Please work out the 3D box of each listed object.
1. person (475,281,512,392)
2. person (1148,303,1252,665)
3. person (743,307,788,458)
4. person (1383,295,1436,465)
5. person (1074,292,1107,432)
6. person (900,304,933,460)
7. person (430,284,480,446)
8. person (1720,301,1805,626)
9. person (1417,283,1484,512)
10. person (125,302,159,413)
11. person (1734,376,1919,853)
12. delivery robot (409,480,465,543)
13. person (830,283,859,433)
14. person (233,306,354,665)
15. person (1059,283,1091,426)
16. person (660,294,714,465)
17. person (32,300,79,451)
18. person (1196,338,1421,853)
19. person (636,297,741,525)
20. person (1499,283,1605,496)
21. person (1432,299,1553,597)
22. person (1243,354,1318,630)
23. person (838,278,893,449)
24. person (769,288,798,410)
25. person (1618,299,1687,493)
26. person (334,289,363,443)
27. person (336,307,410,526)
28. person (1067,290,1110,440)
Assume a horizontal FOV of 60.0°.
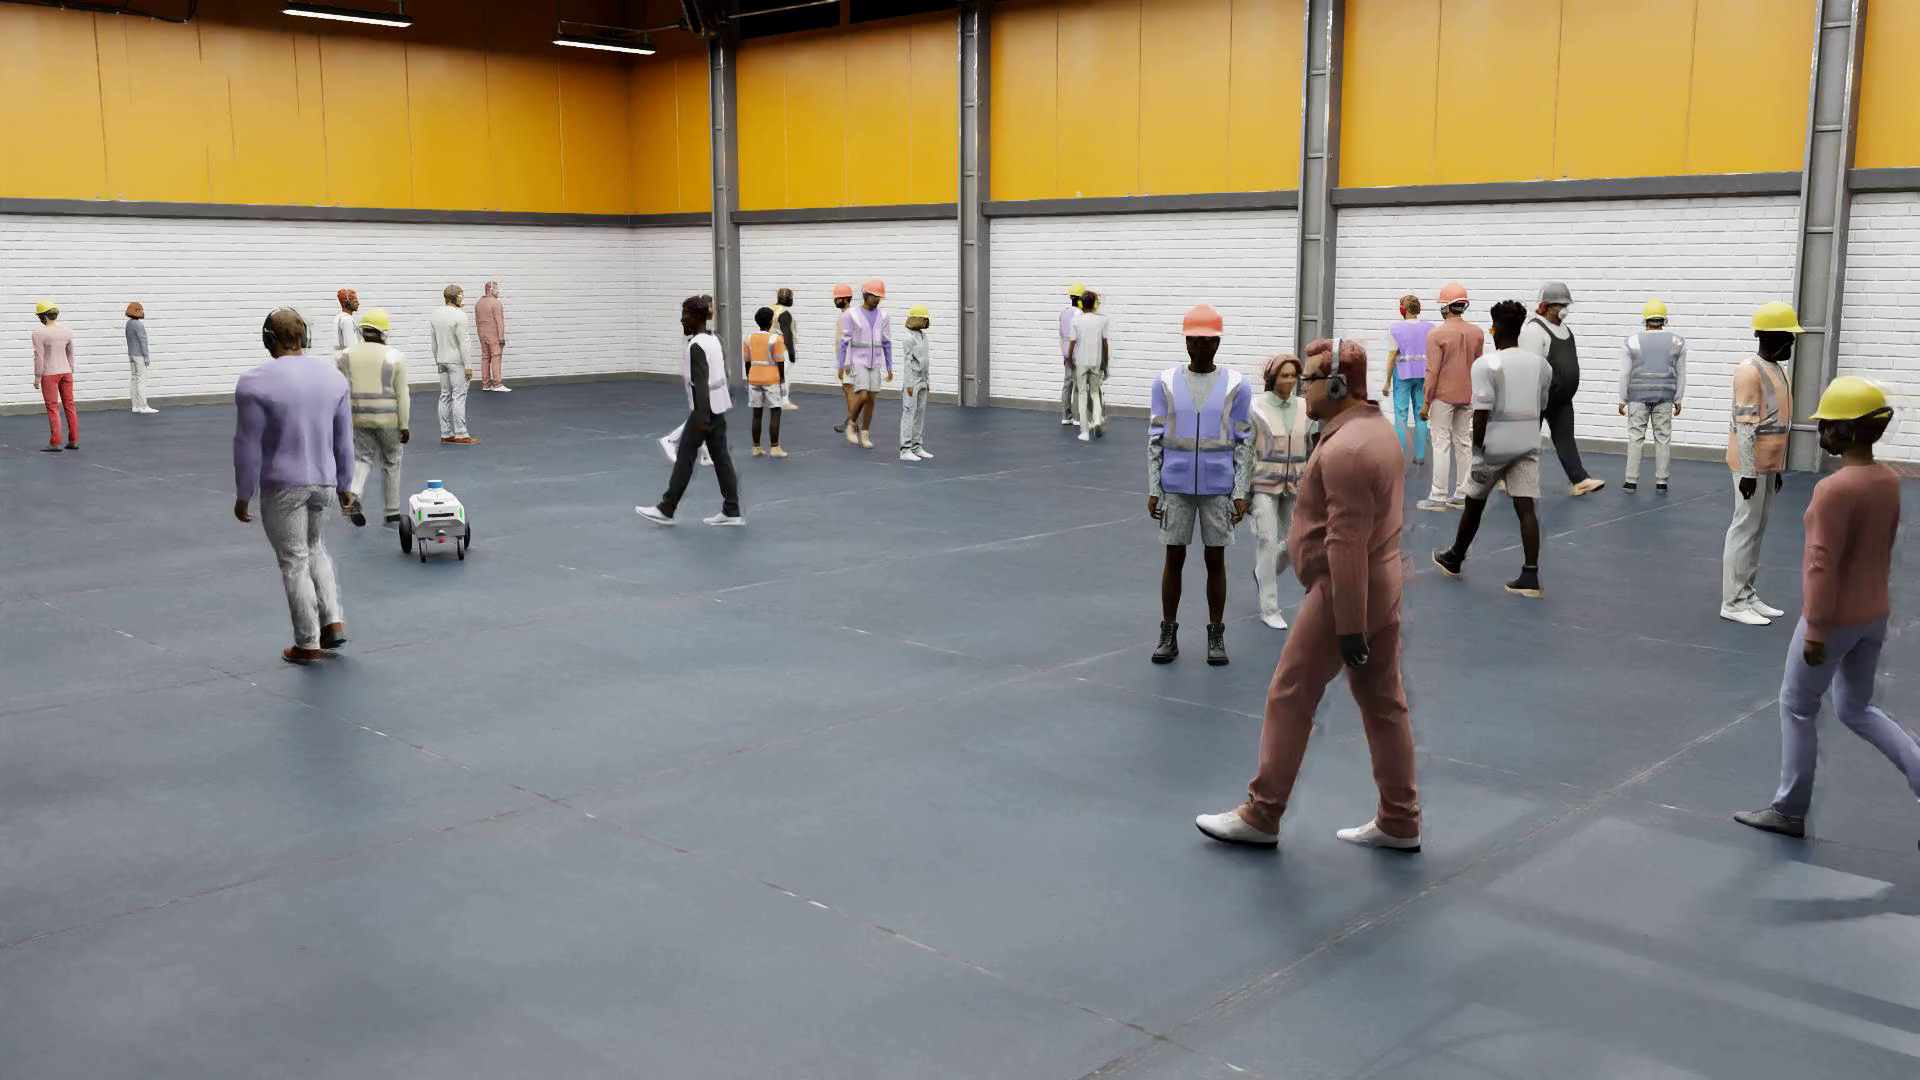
[{"bbox_3d":[-8.075,-3.510,28.754,0.643,1.905,0.400,7,12,37],"label":"person"},{"bbox_3d":[1.275,-0.294,8.918,0.545,1.942,0.349,2,9,11],"label":"person"},{"bbox_3d":[-2.195,-1.764,18.668,0.584,1.697,0.316,5,10,27],"label":"person"},{"bbox_3d":[4.850,-1.714,17.933,0.564,1.841,0.388,-2,9,-12],"label":"person"},{"bbox_3d":[1.694,-2.300,21.551,0.400,1.828,0.505,3,10,17],"label":"person"},{"bbox_3d":[-0.470,-1.753,18.501,0.332,1.734,0.481,4,10,25],"label":"person"},{"bbox_3d":[-6.083,-2.095,19.972,0.635,1.935,0.349,7,12,36],"label":"person"},{"bbox_3d":[4.812,-0.461,9.987,0.367,1.927,0.590,8,12,39],"label":"person"},{"bbox_3d":[4.294,-1.244,14.578,0.608,1.995,0.377,-4,10,-25],"label":"person"},{"bbox_3d":[-12.117,-2.691,24.551,0.500,1.636,0.286,8,12,39],"label":"person"},{"bbox_3d":[3.256,0.281,6.007,0.528,1.742,0.704,-6,11,-34],"label":"person"},{"bbox_3d":[-3.874,-0.201,12.302,0.477,0.478,0.707,-4,10,-22],"label":"delivery robot"},{"bbox_3d":[-1.497,-2.359,21.620,0.383,1.931,0.547,-2,9,-12],"label":"person"},{"bbox_3d":[-3.571,-0.279,8.907,0.445,1.925,0.628,6,11,32],"label":"person"},{"bbox_3d":[1.572,-2.502,22.501,0.362,1.928,0.587,-6,11,-34],"label":"person"},{"bbox_3d":[-2.850,-1.703,17.824,0.612,1.857,0.519,0,9,1],"label":"person"},{"bbox_3d":[-10.550,-1.909,19.368,0.313,1.767,0.523,4,10,21],"label":"person"},{"bbox_3d":[1.295,0.212,6.048,0.888,1.873,0.667,5,10,28],"label":"person"},{"bbox_3d":[-2.245,-1.051,13.723,0.917,1.880,0.620,1,9,6],"label":"person"},{"bbox_3d":[5.521,-1.420,15.518,0.698,2.000,1.009,-7,12,-37],"label":"person"},{"bbox_3d":[3.574,-0.623,11.011,0.631,1.909,1.003,-3,10,-15],"label":"person"},{"bbox_3d":[1.870,-0.305,9.940,0.515,1.628,0.539,-3,10,-15],"label":"person"},{"bbox_3d":[-1.092,-2.059,19.541,0.672,2.003,0.430,-6,11,-31],"label":"person"},{"bbox_3d":[-2.662,-2.878,25.137,0.429,1.823,0.671,-4,10,-23],"label":"person"},{"bbox_3d":[6.543,-1.357,15.756,0.590,1.837,0.404,2,10,13],"label":"person"},{"bbox_3d":[-7.288,-2.056,19.897,0.352,1.884,0.579,-6,11,-31],"label":"person"},{"bbox_3d":[-4.785,-0.982,13.543,0.600,1.812,0.697,0,9,2],"label":"person"},{"bbox_3d":[1.580,-2.150,20.537,0.544,1.860,0.413,-2,9,-12],"label":"person"}]
